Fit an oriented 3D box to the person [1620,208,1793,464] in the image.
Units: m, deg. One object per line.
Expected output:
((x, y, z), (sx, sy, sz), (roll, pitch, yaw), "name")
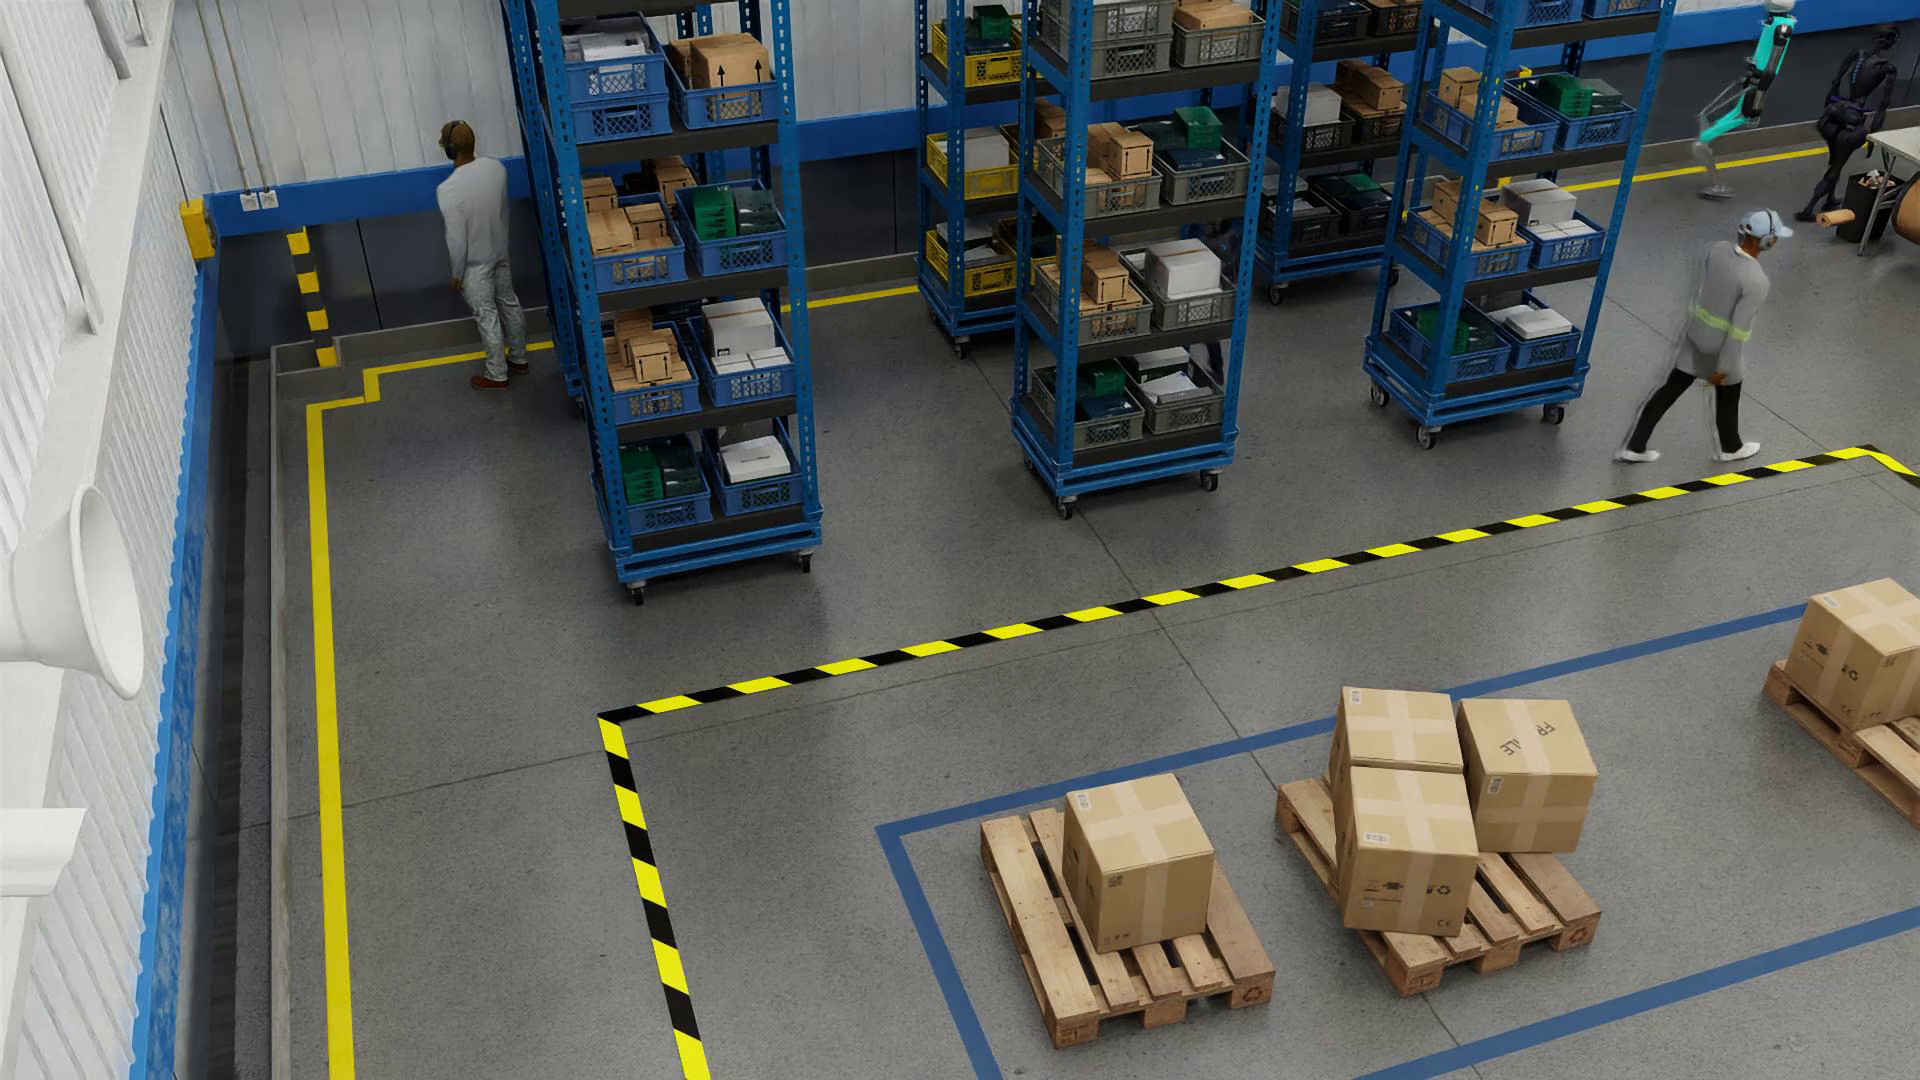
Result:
((4.791, -1.260, 10.521), (0.959, 1.797, 0.593), (-9, 36, -13), "person")

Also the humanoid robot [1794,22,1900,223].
((7.350, -3.457, 13.745), (0.628, 1.629, 0.612), (-13, 37, -18), "humanoid robot")

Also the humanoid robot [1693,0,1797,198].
((6.513, -3.733, 14.025), (0.659, 1.747, 0.531), (9, 36, 12), "humanoid robot")

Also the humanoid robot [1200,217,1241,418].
((1.603, -1.525, 11.014), (0.600, 1.630, 0.710), (-27, 43, -32), "humanoid robot")

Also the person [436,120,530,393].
((-3.267, -1.924, 11.336), (0.373, 1.940, 0.629), (14, 38, 19), "person")
